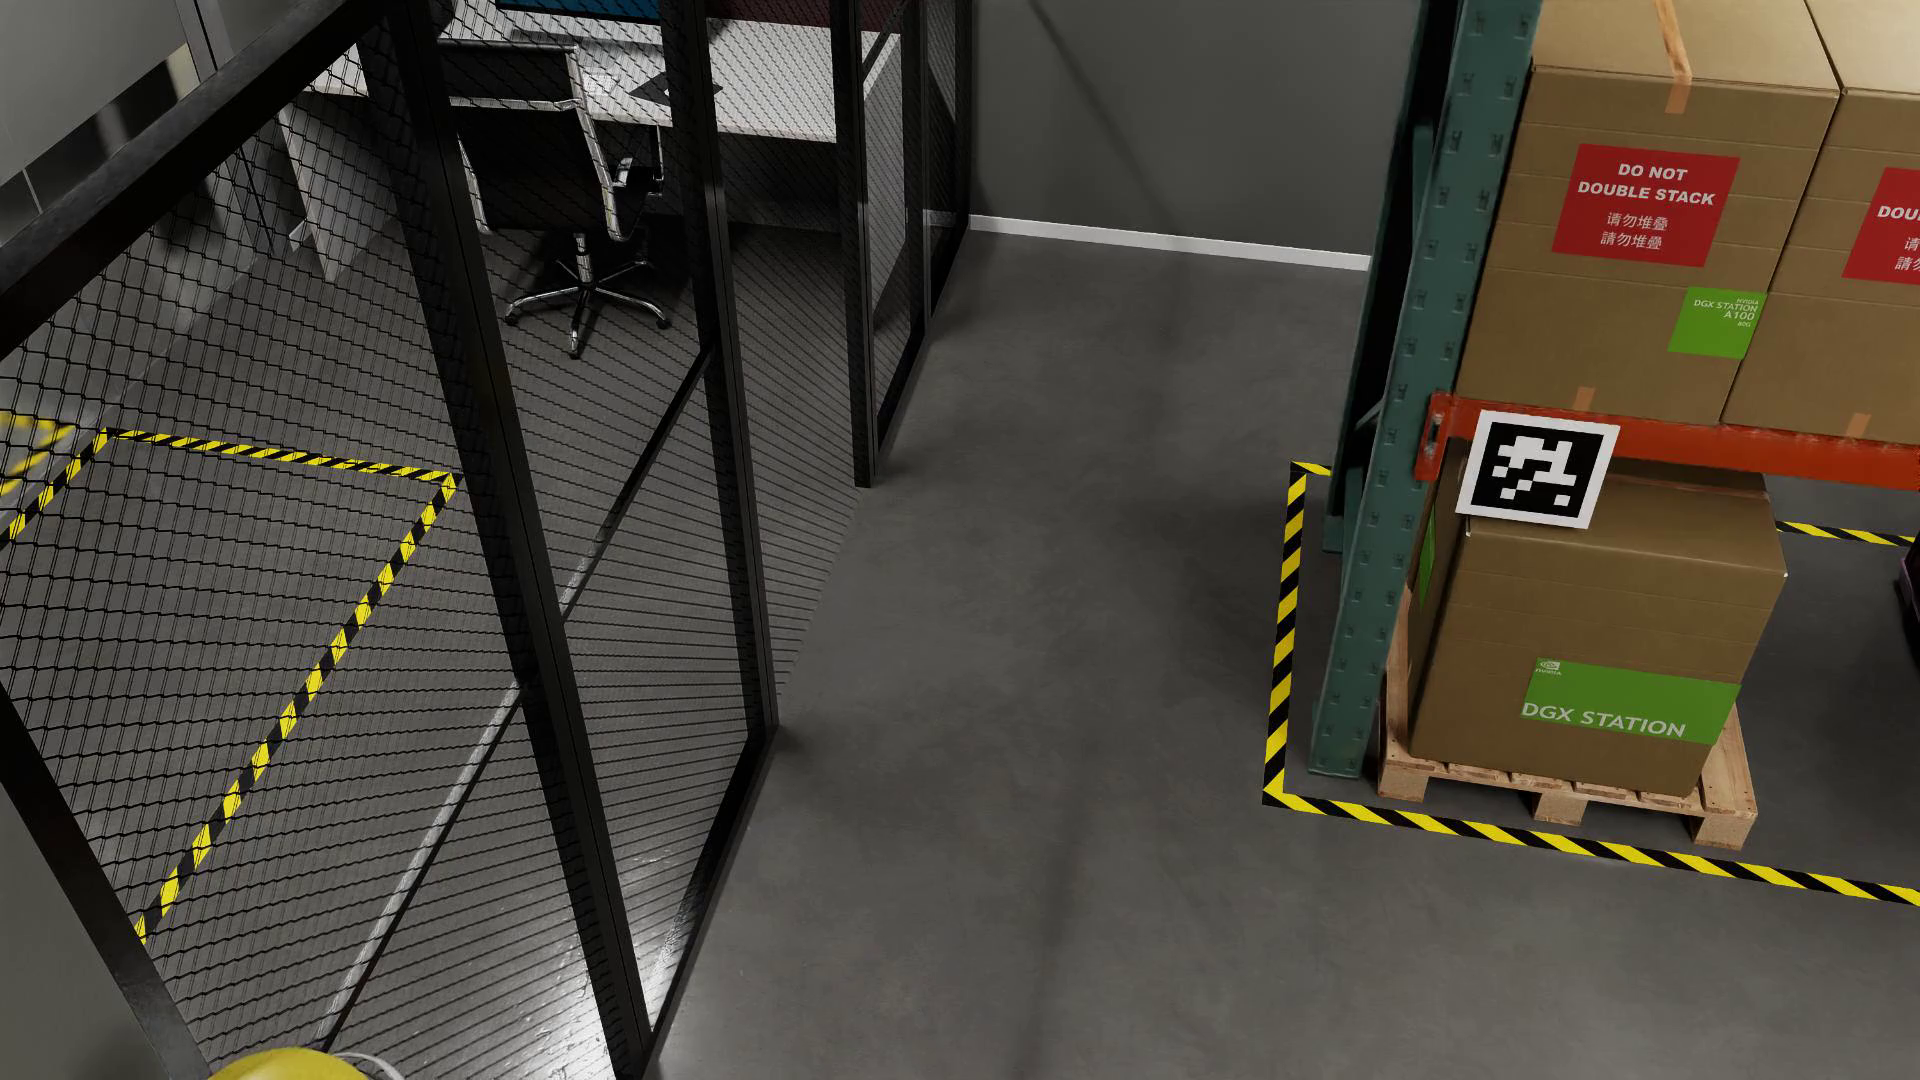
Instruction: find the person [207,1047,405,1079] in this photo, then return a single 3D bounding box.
[{"bbox_3d":[-0.681,1.222,2.170,0.599,1.832,0.404,13,43,14],"label":"person"}]
